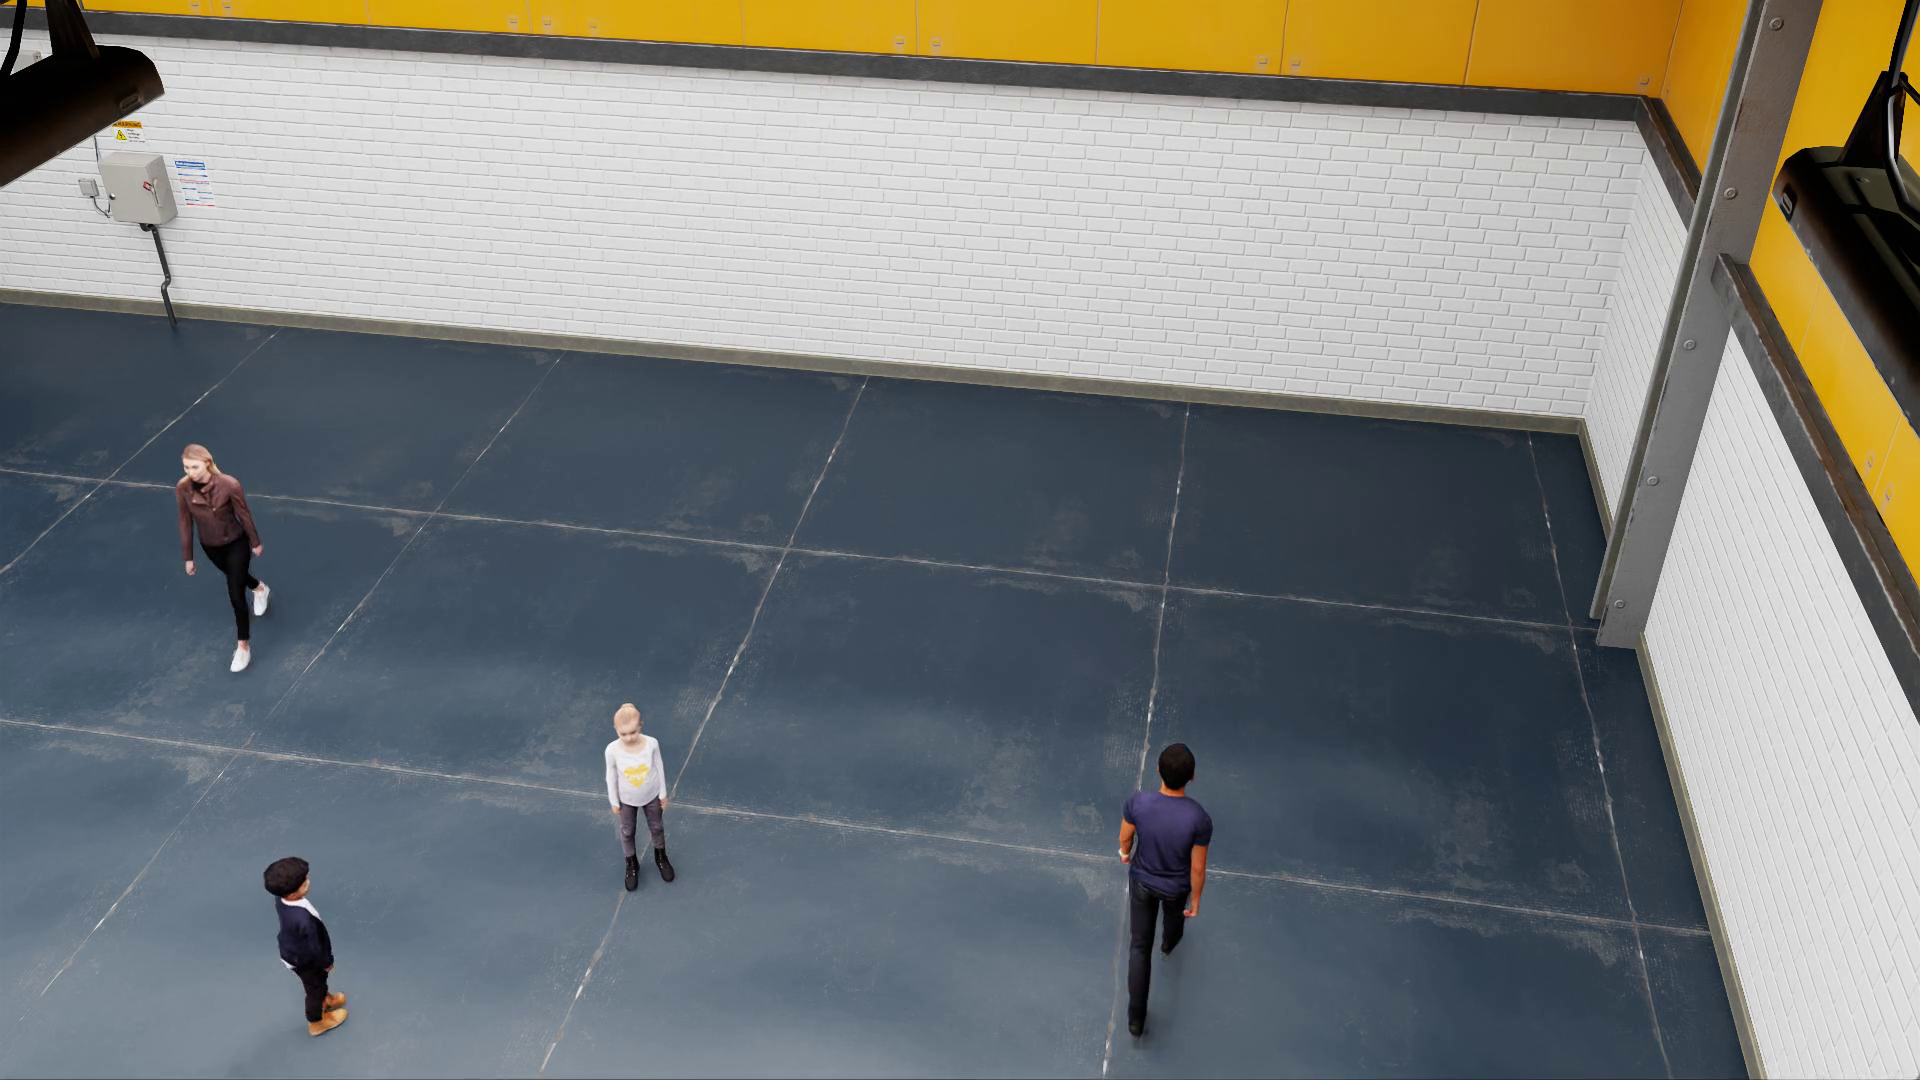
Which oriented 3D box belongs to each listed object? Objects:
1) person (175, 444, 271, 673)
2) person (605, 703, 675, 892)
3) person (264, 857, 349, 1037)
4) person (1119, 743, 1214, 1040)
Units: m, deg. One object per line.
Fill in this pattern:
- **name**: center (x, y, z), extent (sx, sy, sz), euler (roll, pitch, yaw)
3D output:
- **person**: center (-5.183, 0.004, 11.812), extent (0.770, 1.663, 1.212), euler (0, 34, -1)
- **person**: center (-1.916, 1.507, 9.897), extent (0.574, 1.279, 0.611), euler (-10, 35, -15)
- **person**: center (-3.569, 2.205, 8.904), extent (0.639, 1.217, 0.592), euler (-26, 41, -33)
- **person**: center (1.045, 1.892, 8.896), extent (0.646, 1.746, 1.132), euler (6, 34, 10)
